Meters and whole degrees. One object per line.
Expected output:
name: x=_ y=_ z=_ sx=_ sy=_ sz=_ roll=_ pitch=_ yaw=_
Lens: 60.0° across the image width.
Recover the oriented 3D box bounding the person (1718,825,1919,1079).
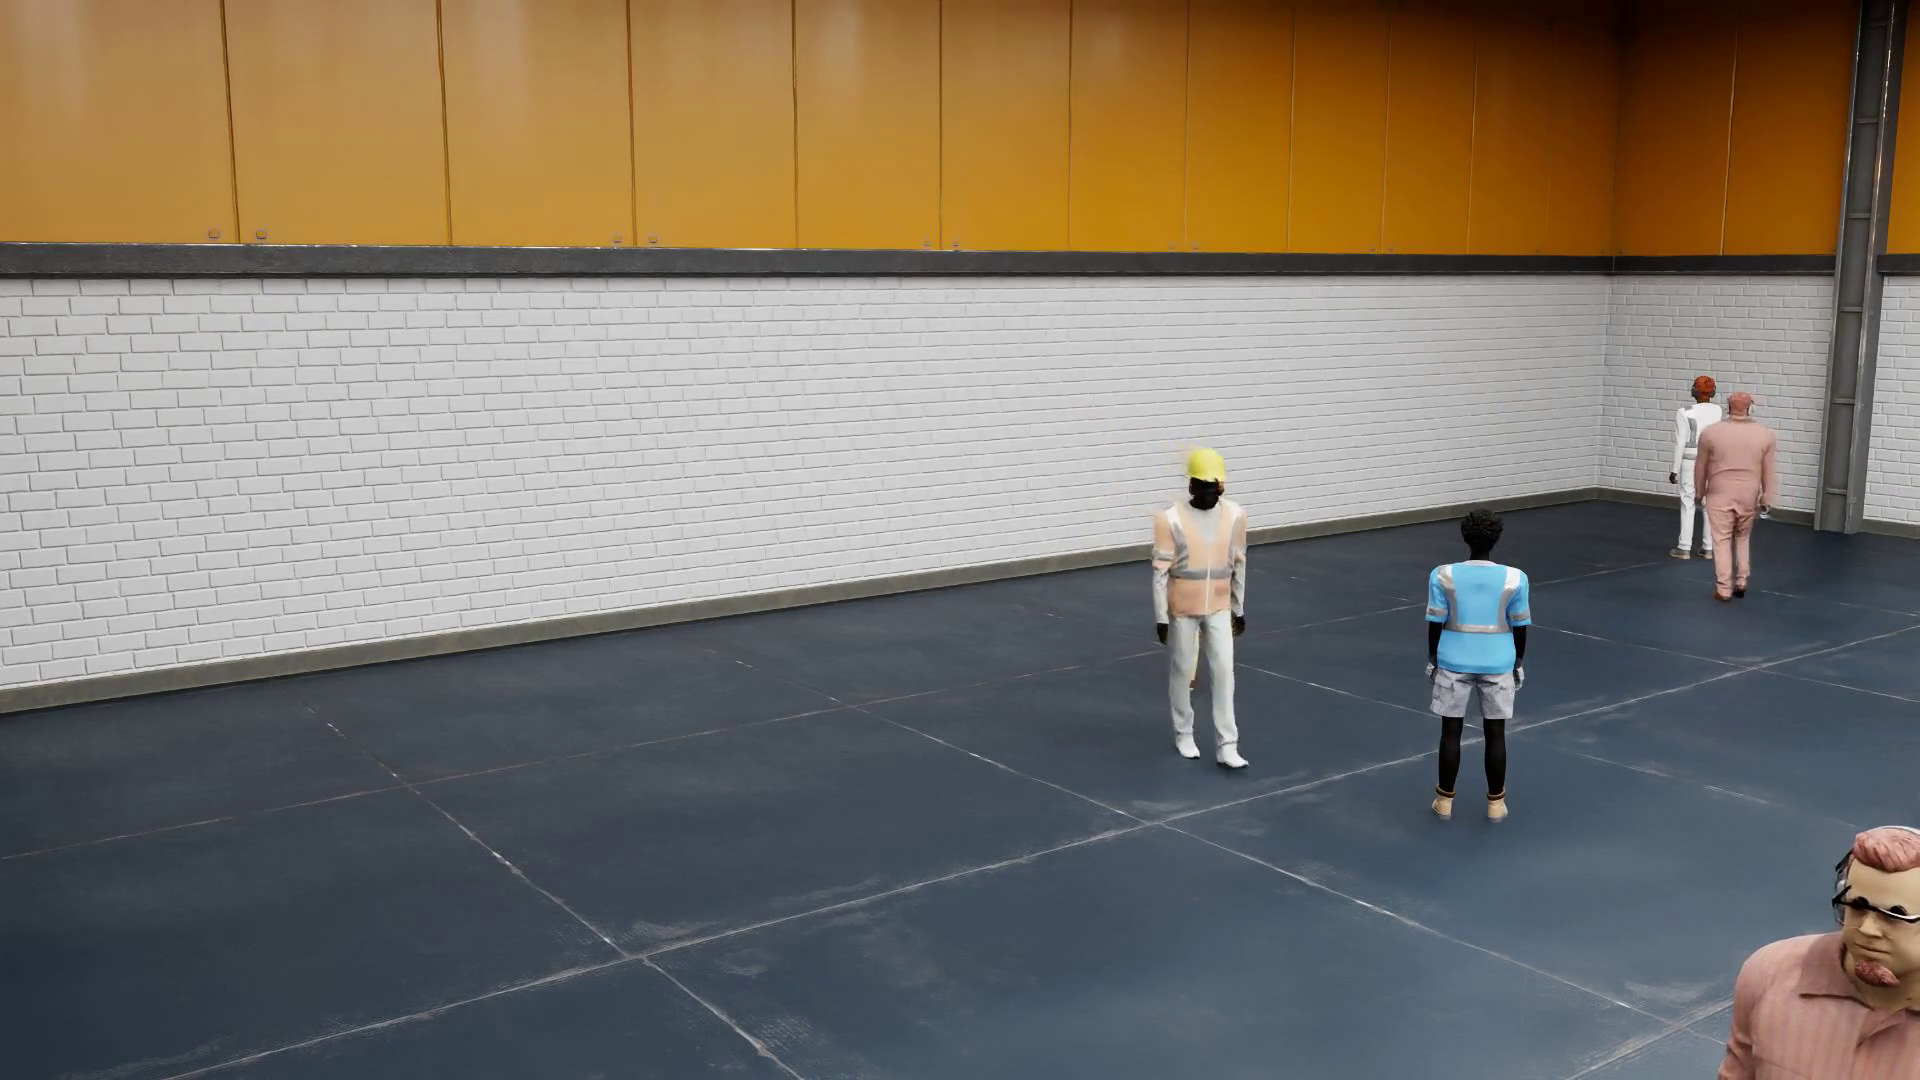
person: x=1.757 y=1.481 z=3.262 sx=0.408 sy=1.908 sz=0.642 roll=-9 pitch=13 yaw=-44

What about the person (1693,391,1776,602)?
person: x=6.906 y=-0.392 z=14.911 sx=0.639 sy=1.883 sz=0.601 roll=2 pitch=9 yaw=11

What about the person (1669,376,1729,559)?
person: x=7.558 y=-0.738 z=17.018 sx=0.584 sy=1.882 sz=0.344 roll=-1 pitch=9 yaw=-5

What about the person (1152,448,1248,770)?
person: x=1.459 y=0.418 z=9.819 sx=0.613 sy=1.897 sz=0.833 roll=-2 pitch=9 yaw=-11

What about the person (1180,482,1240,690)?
person: x=1.725 y=0.252 z=11.687 sx=0.498 sy=1.633 sz=0.286 roll=1 pitch=9 yaw=5

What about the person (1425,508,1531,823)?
person: x=2.758 y=0.672 z=8.900 sx=0.541 sy=1.696 sz=0.315 roll=2 pitch=10 yaw=14
